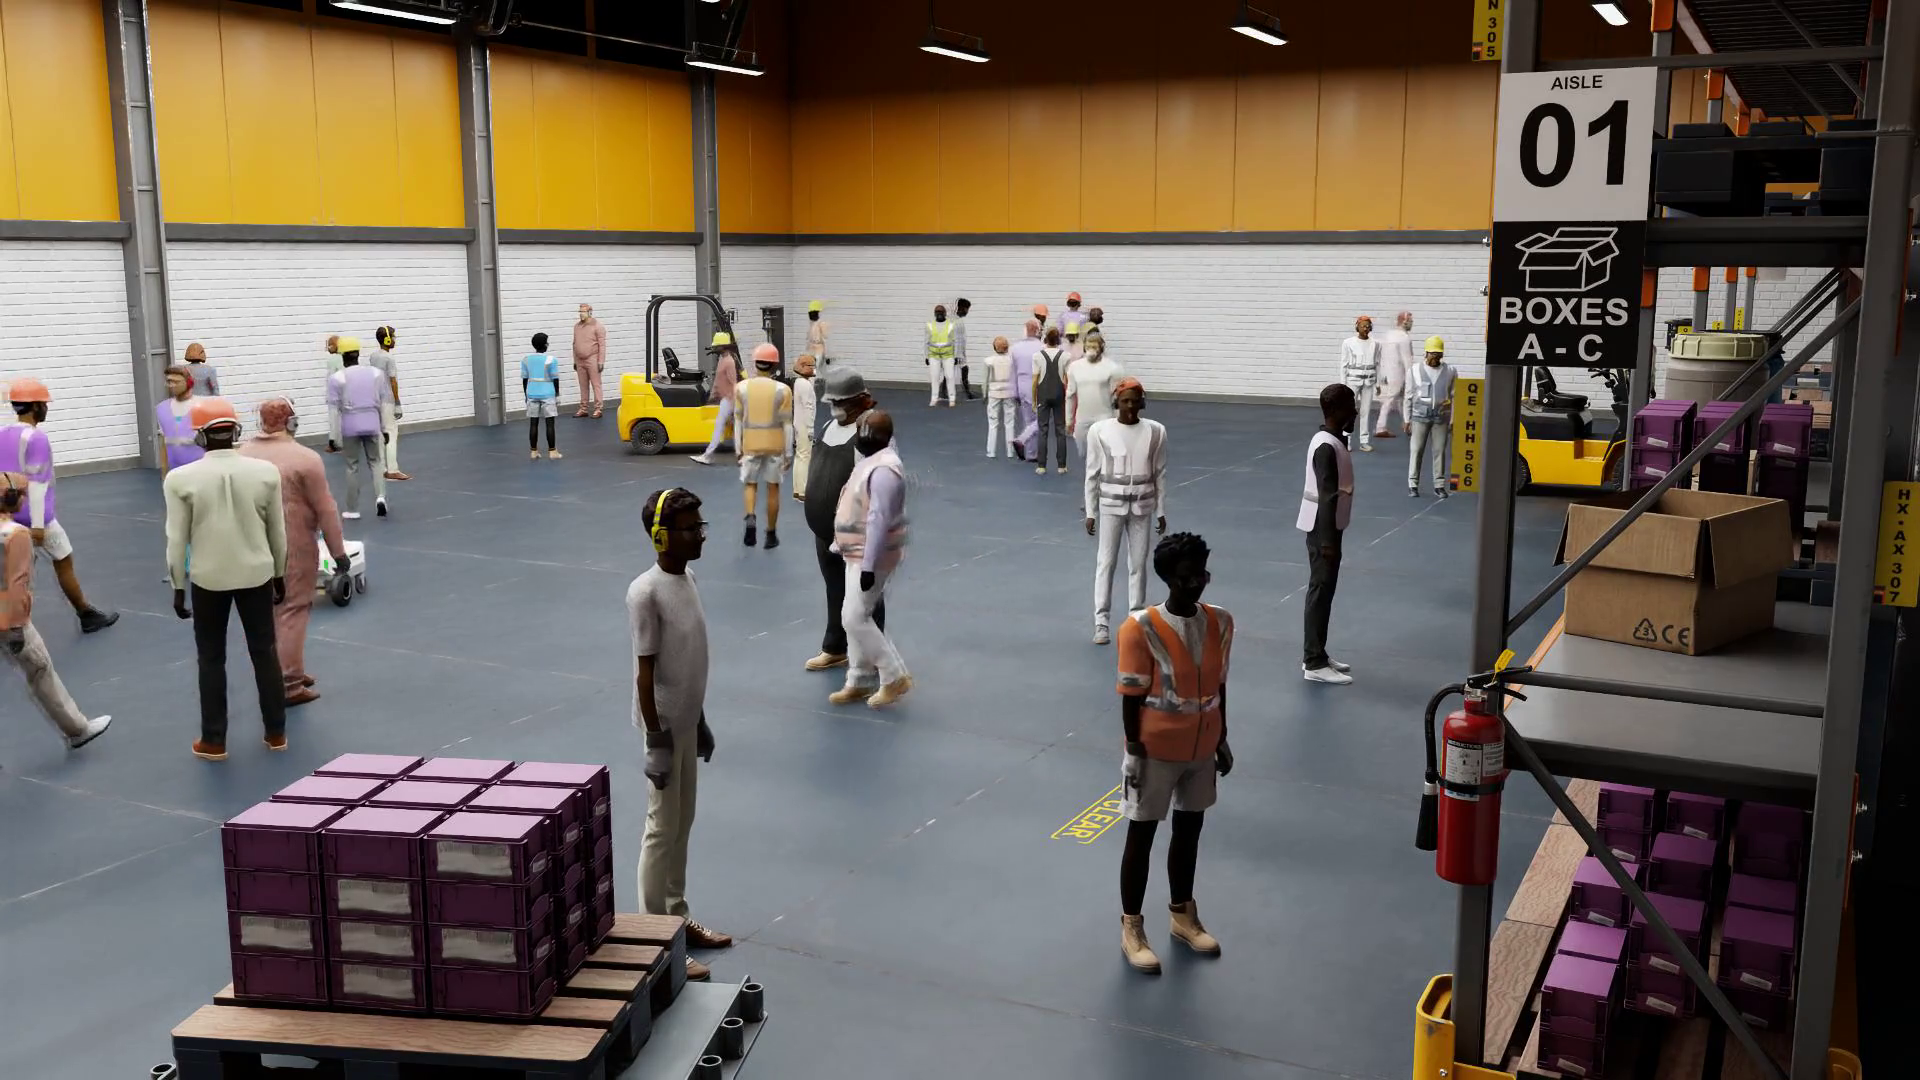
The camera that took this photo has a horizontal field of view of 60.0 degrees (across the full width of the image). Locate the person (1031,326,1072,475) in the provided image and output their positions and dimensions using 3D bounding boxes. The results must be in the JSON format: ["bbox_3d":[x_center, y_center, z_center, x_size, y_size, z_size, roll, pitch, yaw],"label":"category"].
[{"bbox_3d":[1.137,-1.728,20.643,0.514,1.844,0.333,0,10,-1],"label":"person"}]

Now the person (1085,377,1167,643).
[{"bbox_3d":[1.168,-0.205,11.709,0.584,1.883,0.337,-1,10,-6],"label":"person"}]

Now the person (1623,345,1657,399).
[{"bbox_3d":[9.377,-2.121,22.989,0.589,1.822,0.403,-3,10,-18],"label":"person"}]

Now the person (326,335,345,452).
[{"bbox_3d":[-8.456,-2.022,23.036,0.458,1.606,0.696,5,11,26],"label":"person"}]

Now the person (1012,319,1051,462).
[{"bbox_3d":[0.915,-1.923,21.638,0.611,1.892,0.655,-8,12,-38],"label":"person"}]

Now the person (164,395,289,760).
[{"bbox_3d":[-4.007,0.201,9.110,0.625,1.981,0.422,-7,12,-33],"label":"person"}]

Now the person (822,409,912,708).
[{"bbox_3d":[-0.570,0.119,10.068,0.484,1.807,0.654,-2,10,-12],"label":"person"}]

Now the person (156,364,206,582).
[{"bbox_3d":[-6.497,-0.586,14.098,0.596,1.824,0.736,2,10,10],"label":"person"}]

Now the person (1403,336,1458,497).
[{"bbox_3d":[5.283,-1.381,18.699,0.589,1.824,0.403,1,10,8],"label":"person"}]

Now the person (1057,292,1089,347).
[{"bbox_3d":[2.068,-3.487,30.261,0.614,2.040,0.390,3,10,14],"label":"person"}]

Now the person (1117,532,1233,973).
[{"bbox_3d":[0.831,0.804,6.425,0.533,1.692,0.322,-5,11,-29],"label":"person"}]

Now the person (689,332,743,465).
[{"bbox_3d":[-3.083,-1.816,21.524,0.908,1.722,0.544,-3,10,-16],"label":"person"}]

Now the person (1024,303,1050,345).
[{"bbox_3d":[1.287,-2.951,27.511,0.562,1.924,0.483,-6,12,-32],"label":"person"}]

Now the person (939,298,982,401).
[{"bbox_3d":[0.029,-3.515,30.802,0.958,1.902,0.670,1,10,6],"label":"person"}]

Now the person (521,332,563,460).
[{"bbox_3d":[-5.556,-1.905,22.090,0.537,1.698,0.320,2,10,12],"label":"person"}]

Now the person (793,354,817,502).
[{"bbox_3d":[-1.702,-1.235,18.404,0.280,1.631,0.507,-3,10,-18],"label":"person"}]

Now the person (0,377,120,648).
[{"bbox_3d":[-6.520,-0.201,11.711,0.560,1.879,1.016,5,11,28],"label":"person"}]

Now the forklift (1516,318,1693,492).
[{"bbox_3d":[7.066,-1.601,18.899,2.313,2.155,1.214,5,11,27],"label":"forklift"}]

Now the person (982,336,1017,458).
[{"bbox_3d":[0.552,-1.901,22.259,0.517,1.635,0.313,-1,10,-5],"label":"person"}]

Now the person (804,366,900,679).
[{"bbox_3d":[-0.744,-0.117,10.752,0.536,2.000,0.676,-10,14,-44],"label":"person"}]

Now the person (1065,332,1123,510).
[{"bbox_3d":[1.473,-1.315,18.098,0.635,1.910,0.903,4,11,23],"label":"person"}]

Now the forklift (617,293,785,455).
[{"bbox_3d":[-3.588,-2.317,23.042,2.313,2.155,1.214,-1,10,-5],"label":"forklift"}]

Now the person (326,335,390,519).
[{"bbox_3d":[-6.183,-1.149,17.092,0.635,1.914,0.536,-8,13,-39],"label":"person"}]

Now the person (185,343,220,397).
[{"bbox_3d":[-9.472,-1.636,20.726,0.497,1.633,0.284,-2,10,-9],"label":"person"}]

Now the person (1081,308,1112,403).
[{"bbox_3d":[2.320,-3.169,29.155,0.990,1.794,0.632,0,10,0],"label":"person"}]

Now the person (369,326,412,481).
[{"bbox_3d":[-6.929,-1.653,20.142,0.532,1.868,0.310,8,13,39],"label":"person"}]

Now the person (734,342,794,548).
[{"bbox_3d":[-1.810,-0.853,15.340,0.570,1.925,0.556,1,10,3],"label":"person"}]

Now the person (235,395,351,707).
[{"bbox_3d":[-4.068,0.056,10.221,0.651,1.889,0.660,3,10,19],"label":"person"}]

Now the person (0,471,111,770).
[{"bbox_3d":[-5.042,0.428,8.871,0.530,1.582,0.879,4,11,24],"label":"person"}]

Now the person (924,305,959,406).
[{"bbox_3d":[-0.329,-3.286,29.763,0.634,1.827,0.432,1,10,8],"label":"person"}]

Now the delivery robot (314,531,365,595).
[{"bbox_3d":[-4.997,0.167,13.137,0.477,0.478,0.707,1,10,4],"label":"delivery robot"}]

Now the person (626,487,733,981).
[{"bbox_3d":[-1.076,0.729,6.372,0.328,1.864,0.519,2,10,10],"label":"person"}]

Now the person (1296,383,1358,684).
[{"bbox_3d":[2.367,-0.049,10.726,0.392,1.916,0.589,2,10,12],"label":"person"}]

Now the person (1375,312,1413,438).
[{"bbox_3d":[6.630,-2.450,24.764,0.928,1.862,0.676,0,10,-3],"label":"person"}]

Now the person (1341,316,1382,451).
[{"bbox_3d":[5.557,-2.161,23.044,0.576,1.881,0.352,-1,10,-6],"label":"person"}]

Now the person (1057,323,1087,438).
[{"bbox_3d":[1.658,-2.319,24.442,0.537,1.716,0.921,1,10,7],"label":"person"}]

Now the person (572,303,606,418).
[{"bbox_3d":[-6.198,-2.975,27.687,0.642,1.910,0.401,5,11,28],"label":"person"}]

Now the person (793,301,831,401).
[{"bbox_3d":[-2.627,-3.427,30.431,1.029,1.868,0.600,-5,11,-26],"label":"person"}]
